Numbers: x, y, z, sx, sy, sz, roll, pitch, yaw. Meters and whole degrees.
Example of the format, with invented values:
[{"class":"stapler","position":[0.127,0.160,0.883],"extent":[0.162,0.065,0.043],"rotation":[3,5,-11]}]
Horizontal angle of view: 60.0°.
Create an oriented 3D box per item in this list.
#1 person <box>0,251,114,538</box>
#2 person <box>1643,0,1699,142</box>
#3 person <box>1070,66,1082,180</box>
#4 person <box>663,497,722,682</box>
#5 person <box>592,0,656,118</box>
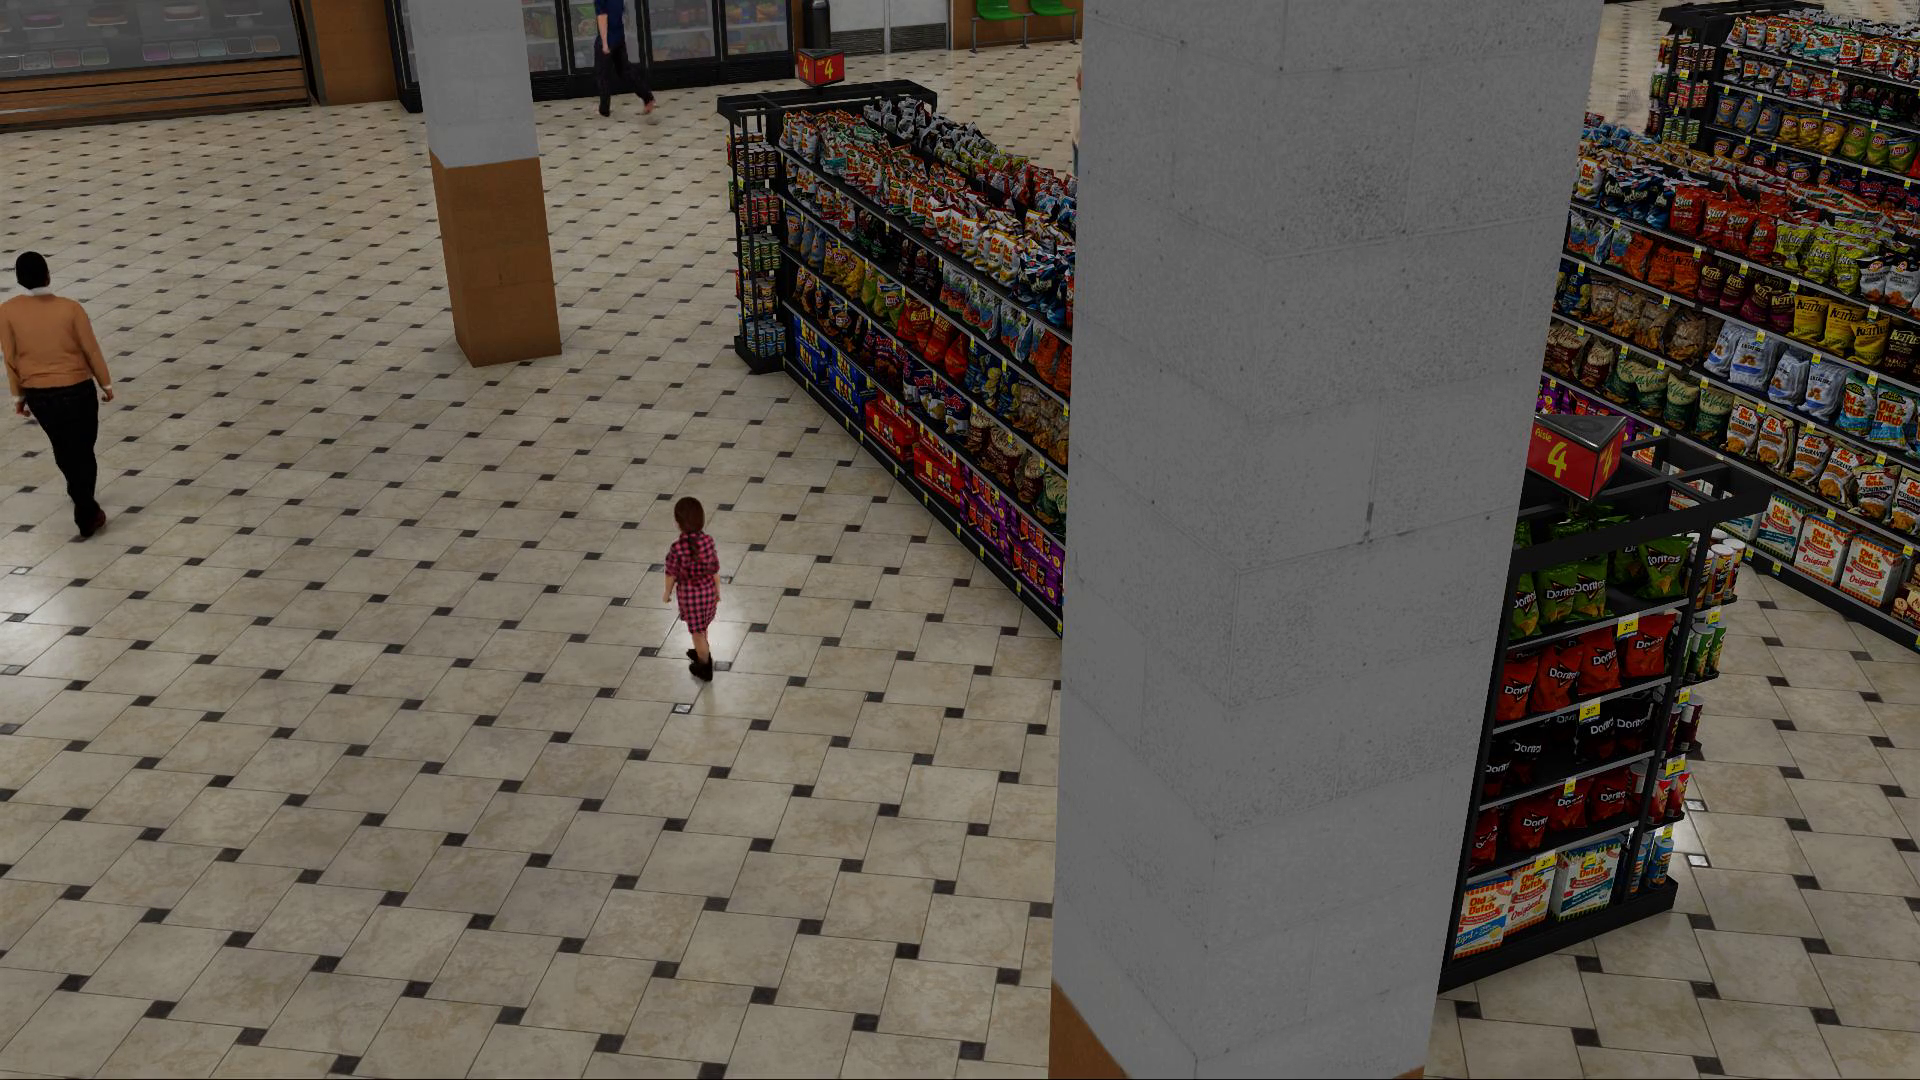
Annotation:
[{"class":"person","position":[-5.411,-0.834,9.969],"extent":[0.797,1.731,0.992],"rotation":[-6,27,-11]},{"class":"person","position":[7.813,-5.093,18.451],"extent":[0.894,1.656,0.789],"rotation":[2,27,4]},{"class":"person","position":[1.264,-3.579,15.457],"extent":[0.878,1.663,0.918],"rotation":[-2,27,-3]},{"class":"person","position":[-1.350,0.274,8.578],"extent":[0.496,1.013,0.578],"rotation":[-22,34,-37]},{"class":"person","position":[-4.102,-5.972,19.980],"extent":[1.217,1.840,1.086],"rotation":[14,30,26]}]
